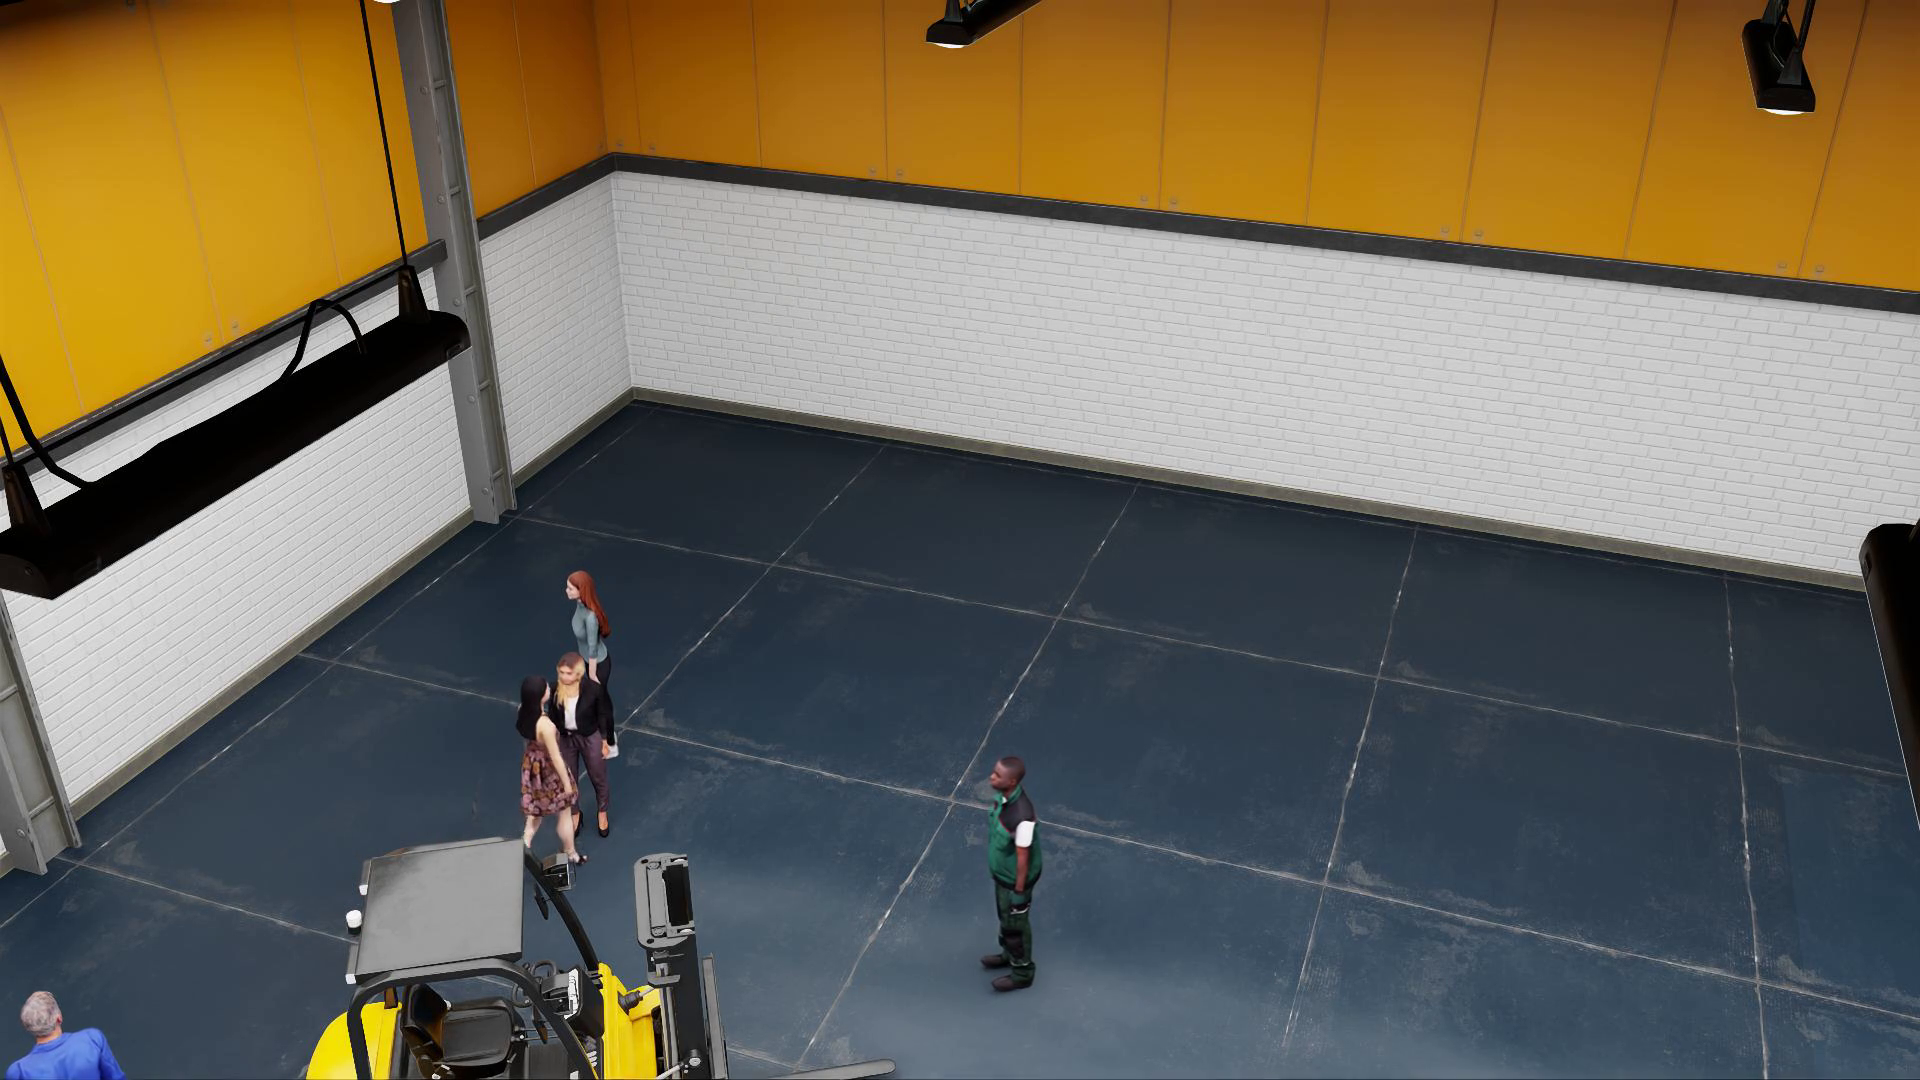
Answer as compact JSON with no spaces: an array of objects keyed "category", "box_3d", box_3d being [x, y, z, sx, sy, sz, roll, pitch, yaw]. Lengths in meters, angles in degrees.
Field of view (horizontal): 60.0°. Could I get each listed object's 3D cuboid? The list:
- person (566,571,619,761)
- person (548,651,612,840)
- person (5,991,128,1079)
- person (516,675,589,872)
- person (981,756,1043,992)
[{"category":"person","box_3d":[-2.967,1.007,13.526,0.727,1.742,0.642,-8,30,-14]},{"category":"person","box_3d":[-2.876,1.546,12.617,0.663,1.666,0.648,-1,29,-1]},{"category":"person","box_3d":[-4.899,3.274,9.283,0.699,1.825,0.851,-23,36,-35]},{"category":"person","box_3d":[-3.065,1.748,12.142,0.841,1.766,0.943,24,37,37]},{"category":"person","box_3d":[0.364,2.223,11.195,0.843,1.840,0.746,-7,29,-12]}]
